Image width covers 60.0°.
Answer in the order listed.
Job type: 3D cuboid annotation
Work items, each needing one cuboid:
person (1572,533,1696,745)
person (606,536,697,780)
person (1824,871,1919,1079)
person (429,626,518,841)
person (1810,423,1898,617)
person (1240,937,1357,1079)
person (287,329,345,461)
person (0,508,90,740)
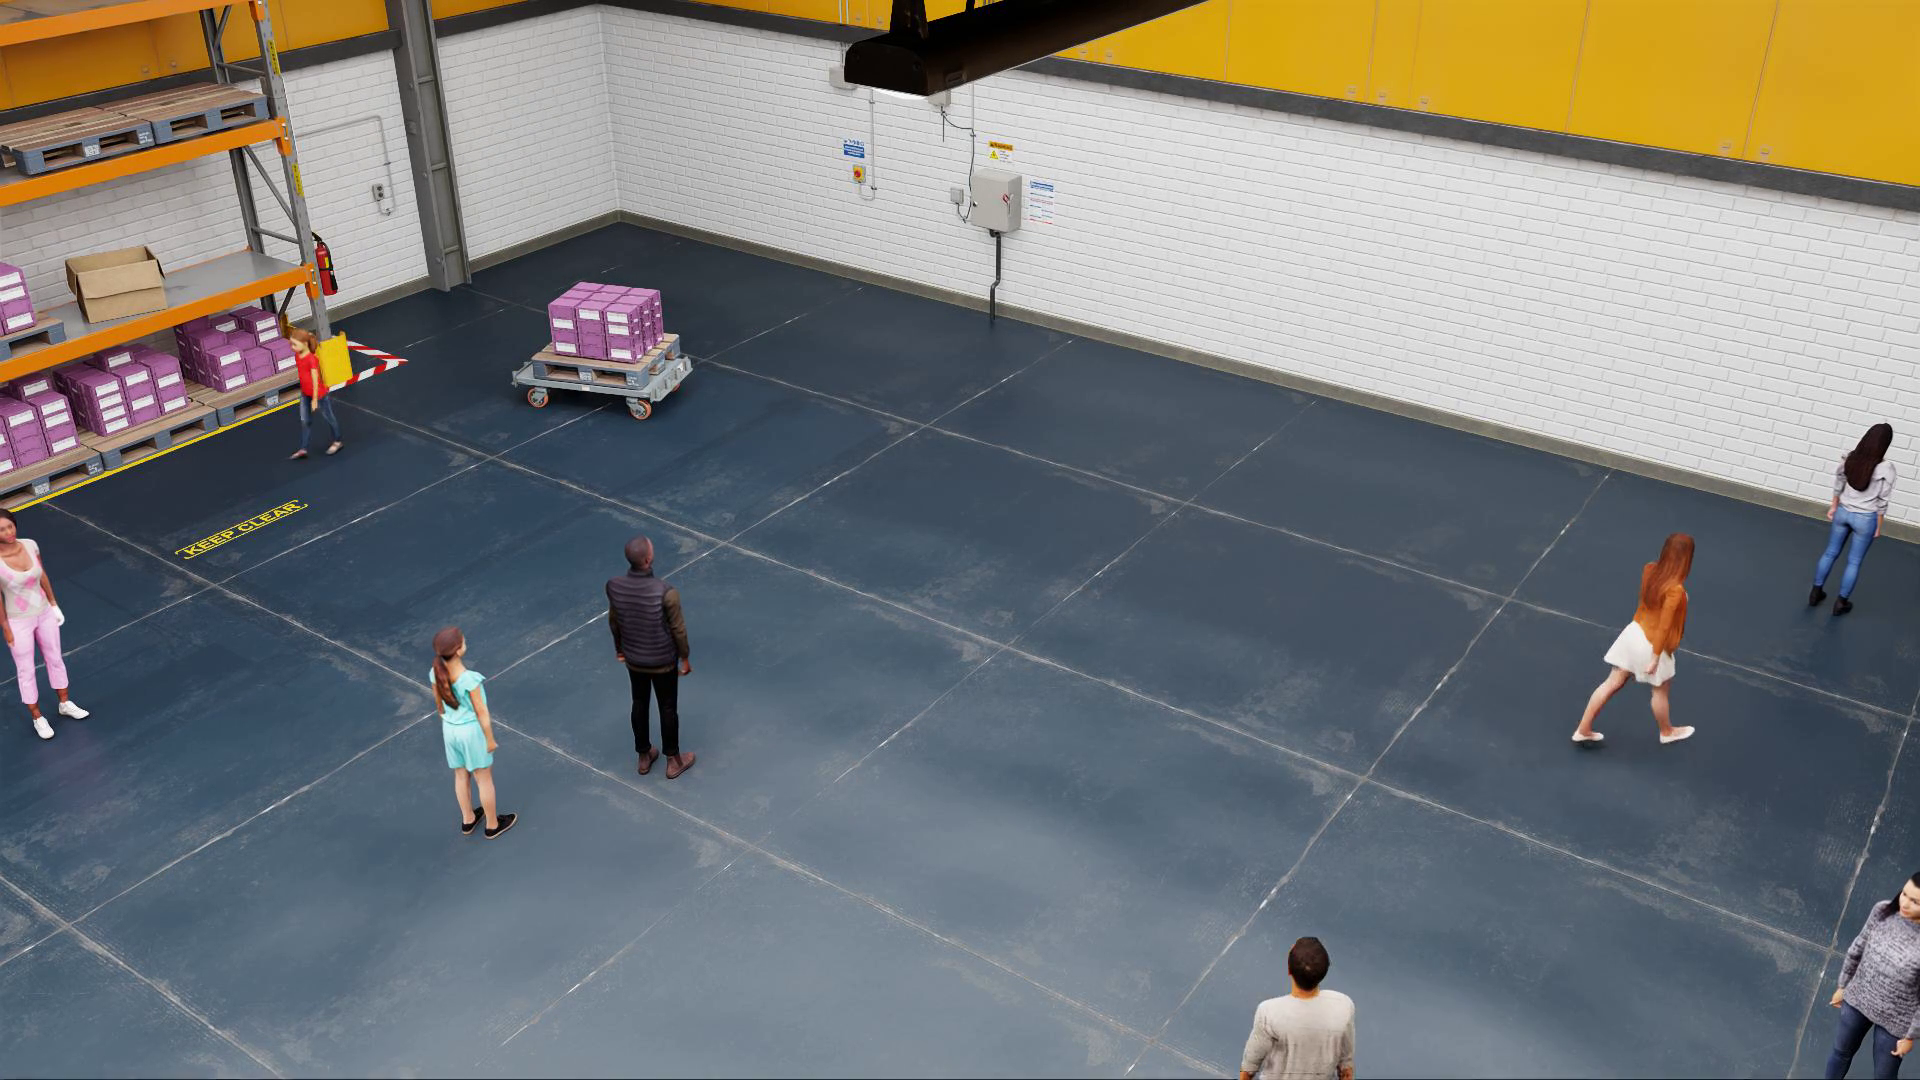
[{"bbox_3d":[4.663,0.742,11.500,1.177,1.675,1.077,-7,29,-12],"label":"person"},{"bbox_3d":[-2.096,0.788,11.249,0.765,1.836,0.689,8,30,15],"label":"person"},{"bbox_3d":[4.695,2.371,8.453,0.676,1.733,0.685,-14,32,-24],"label":"person"},{"bbox_3d":[-3.184,1.235,10.719,0.592,1.557,0.597,12,31,20],"label":"person"},{"bbox_3d":[7.118,-0.170,13.220,0.635,1.630,0.659,-18,33,-29],"label":"person"},{"bbox_3d":[1.617,2.666,7.839,0.798,1.803,0.855,-4,29,-8],"label":"person"},{"bbox_3d":[-6.095,-1.412,15.849,0.508,1.293,0.783,16,33,27],"label":"person"},{"bbox_3d":[-6.587,0.562,11.763,0.644,1.740,0.457,17,33,28],"label":"person"}]
